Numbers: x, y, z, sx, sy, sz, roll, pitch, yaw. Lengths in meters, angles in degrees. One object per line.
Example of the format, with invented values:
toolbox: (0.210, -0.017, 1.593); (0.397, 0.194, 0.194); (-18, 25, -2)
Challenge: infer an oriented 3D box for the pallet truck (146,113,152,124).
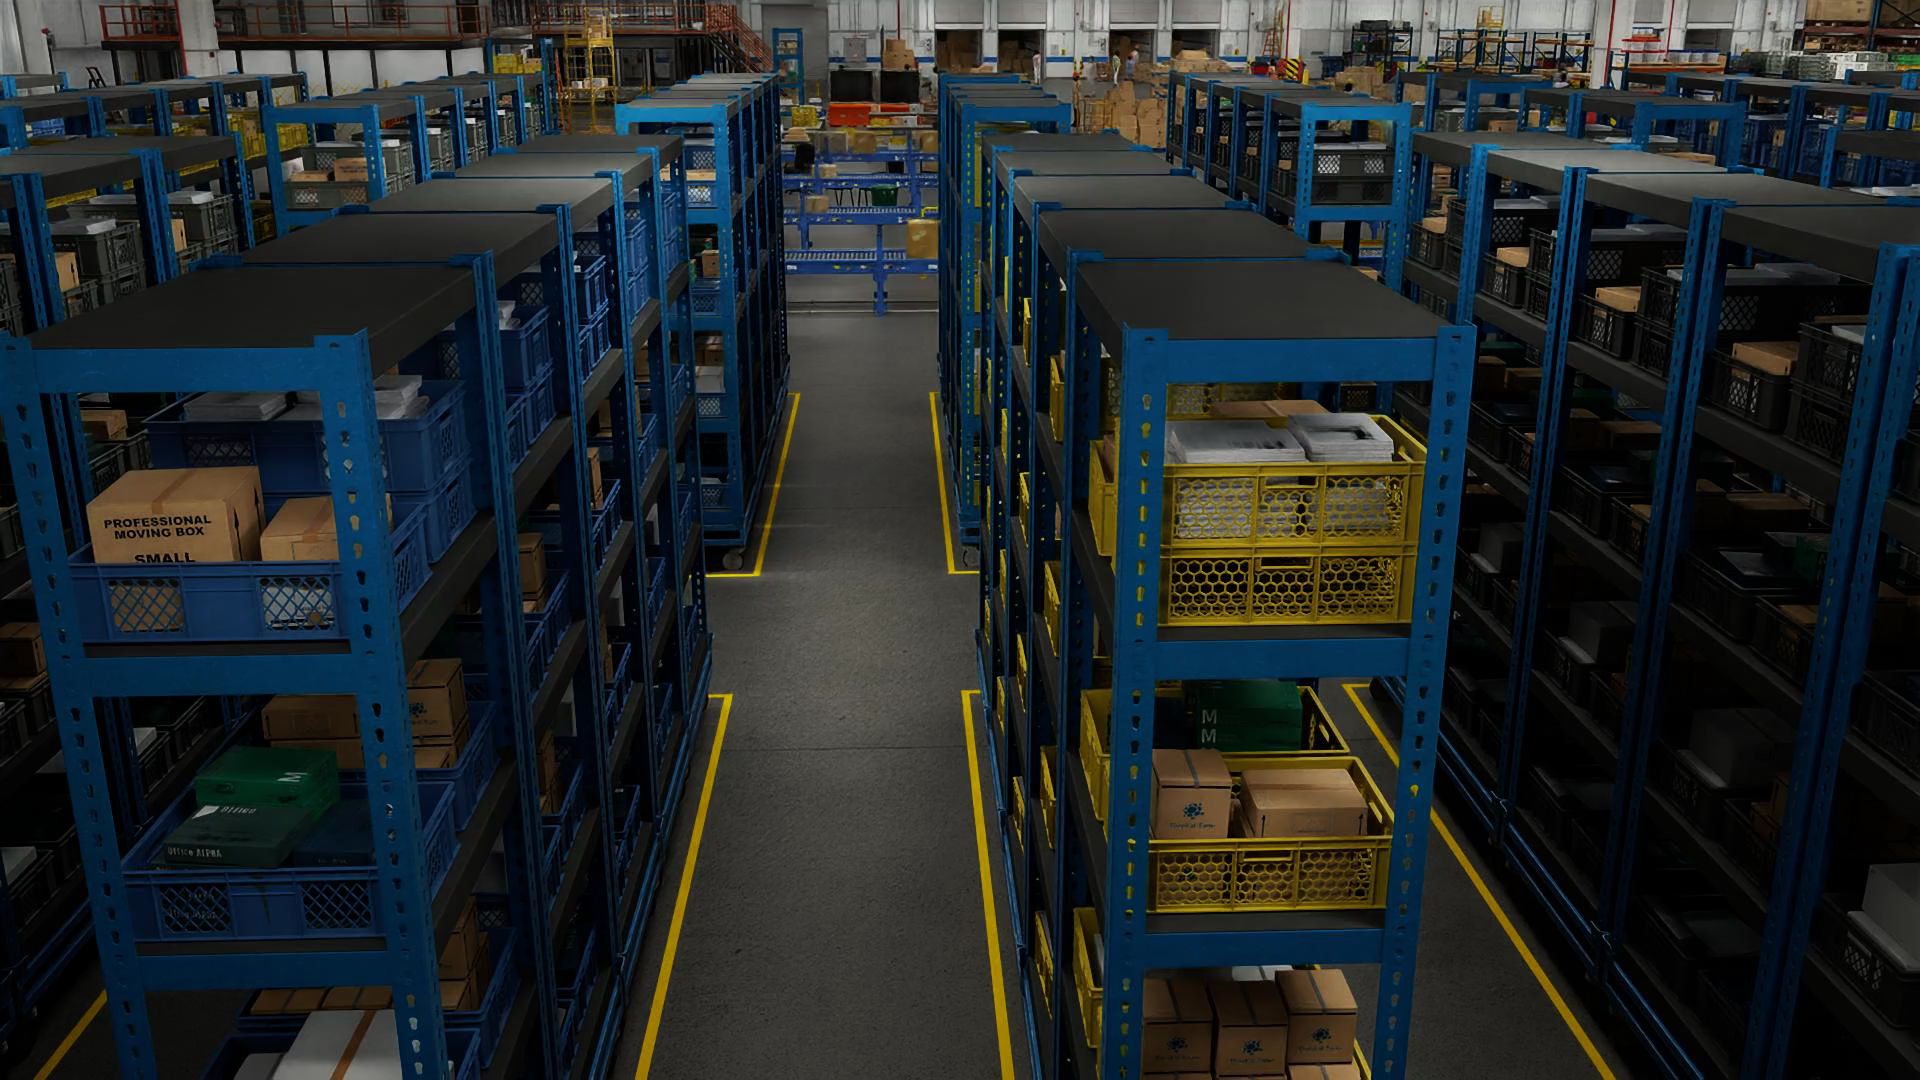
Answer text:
pallet truck: (-18.087, -8.309, 36.390); (1.885, 1.965, 0.823); (-1, 18, -4)

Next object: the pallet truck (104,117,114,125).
pallet truck: (-18.367, -7.885, 35.078); (1.885, 1.965, 0.823); (1, 18, 2)

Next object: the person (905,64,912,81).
person: (-2.206, -19.138, 70.145); (0.351, 1.846, 0.506); (10, 20, 28)

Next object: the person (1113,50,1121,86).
person: (8.451, -25.469, 89.741); (0.429, 1.844, 0.625); (2, 18, 7)

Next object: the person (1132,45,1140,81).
person: (10.050, -27.241, 94.980); (0.384, 1.995, 0.613); (-6, 19, -19)

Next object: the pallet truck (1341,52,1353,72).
pallet truck: (18.794, -23.123, 82.231); (0.823, 1.965, 1.885); (-13, 22, -35)

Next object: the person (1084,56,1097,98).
person: (6.179, -21.833, 78.398); (0.381, 1.924, 0.761); (-13, 22, -34)

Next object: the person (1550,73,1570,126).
person: (21.690, -15.896, 60.088); (0.882, 1.887, 0.631); (-15, 23, -39)

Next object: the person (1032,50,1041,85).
person: (4.154, -25.730, 90.550); (0.430, 1.843, 0.626); (15, 23, 38)

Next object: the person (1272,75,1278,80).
person: (10.796, -15.195, 57.887); (0.978, 1.896, 0.565); (-5, 19, -15)

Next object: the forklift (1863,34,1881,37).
forklift: (44.131, -23.197, 81.047); (1.129, 2.768, 1.873); (-1, 18, -2)

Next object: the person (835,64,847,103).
person: (-4.746, -18.149, 66.938); (0.762, 1.935, 0.611); (12, 21, 32)

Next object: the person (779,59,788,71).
person: (-9.352, -24.576, 87.180); (0.489, 1.712, 0.765); (13, 22, 34)

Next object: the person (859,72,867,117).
person: (-3.699, -17.150, 64.148); (0.520, 1.752, 0.527); (1, 18, 3)

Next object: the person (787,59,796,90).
person: (-8.764, -24.109, 85.505); (0.792, 1.851, 0.596); (8, 20, 23)

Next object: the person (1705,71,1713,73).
person: (33.392, -20.514, 74.294); (0.447, 1.908, 0.597); (-5, 18, -14)

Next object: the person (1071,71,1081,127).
person: (4.170, -15.879, 59.912); (0.361, 1.938, 0.545); (-6, 19, -17)

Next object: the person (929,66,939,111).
person: (-0.997, -18.182, 67.169); (0.508, 1.859, 0.503); (4, 18, 12)

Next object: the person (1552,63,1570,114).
person: (23.979, -18.039, 66.429); (0.691, 2.000, 0.663); (1, 18, 2)

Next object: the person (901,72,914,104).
person: (-2.029, -16.404, 61.656); (0.938, 1.858, 0.655); (-6, 19, -17)

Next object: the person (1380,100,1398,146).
person: (12.430, -11.879, 48.037); (0.538, 1.608, 0.611); (-1, 18, -3)

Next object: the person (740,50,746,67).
person: (-11.284, -24.514, 86.629); (0.401, 1.939, 0.602); (2, 18, 5)

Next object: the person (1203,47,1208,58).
person: (13.941, -27.036, 94.539); (1.012, 1.869, 0.604); (-4, 18, -12)

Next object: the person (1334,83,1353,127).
person: (13.206, -14.871, 57.208); (0.568, 1.673, 0.554); (-3, 18, -8)

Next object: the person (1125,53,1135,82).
person: (8.380, -23.300, 82.920); (0.577, 1.904, 0.859); (17, 24, 41)

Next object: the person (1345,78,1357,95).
person: (13.548, -15.071, 57.617); (0.711, 1.807, 0.603); (16, 24, 40)

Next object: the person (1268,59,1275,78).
person: (15.059, -22.382, 80.435); (0.321, 1.690, 0.533); (13, 22, 35)

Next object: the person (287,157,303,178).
person: (-12.307, -6.637, 31.390); (0.663, 1.896, 0.442); (-13, 22, -34)

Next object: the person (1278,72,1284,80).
person: (11.791, -16.409, 61.719); (0.909, 1.841, 0.526); (3, 18, 9)
